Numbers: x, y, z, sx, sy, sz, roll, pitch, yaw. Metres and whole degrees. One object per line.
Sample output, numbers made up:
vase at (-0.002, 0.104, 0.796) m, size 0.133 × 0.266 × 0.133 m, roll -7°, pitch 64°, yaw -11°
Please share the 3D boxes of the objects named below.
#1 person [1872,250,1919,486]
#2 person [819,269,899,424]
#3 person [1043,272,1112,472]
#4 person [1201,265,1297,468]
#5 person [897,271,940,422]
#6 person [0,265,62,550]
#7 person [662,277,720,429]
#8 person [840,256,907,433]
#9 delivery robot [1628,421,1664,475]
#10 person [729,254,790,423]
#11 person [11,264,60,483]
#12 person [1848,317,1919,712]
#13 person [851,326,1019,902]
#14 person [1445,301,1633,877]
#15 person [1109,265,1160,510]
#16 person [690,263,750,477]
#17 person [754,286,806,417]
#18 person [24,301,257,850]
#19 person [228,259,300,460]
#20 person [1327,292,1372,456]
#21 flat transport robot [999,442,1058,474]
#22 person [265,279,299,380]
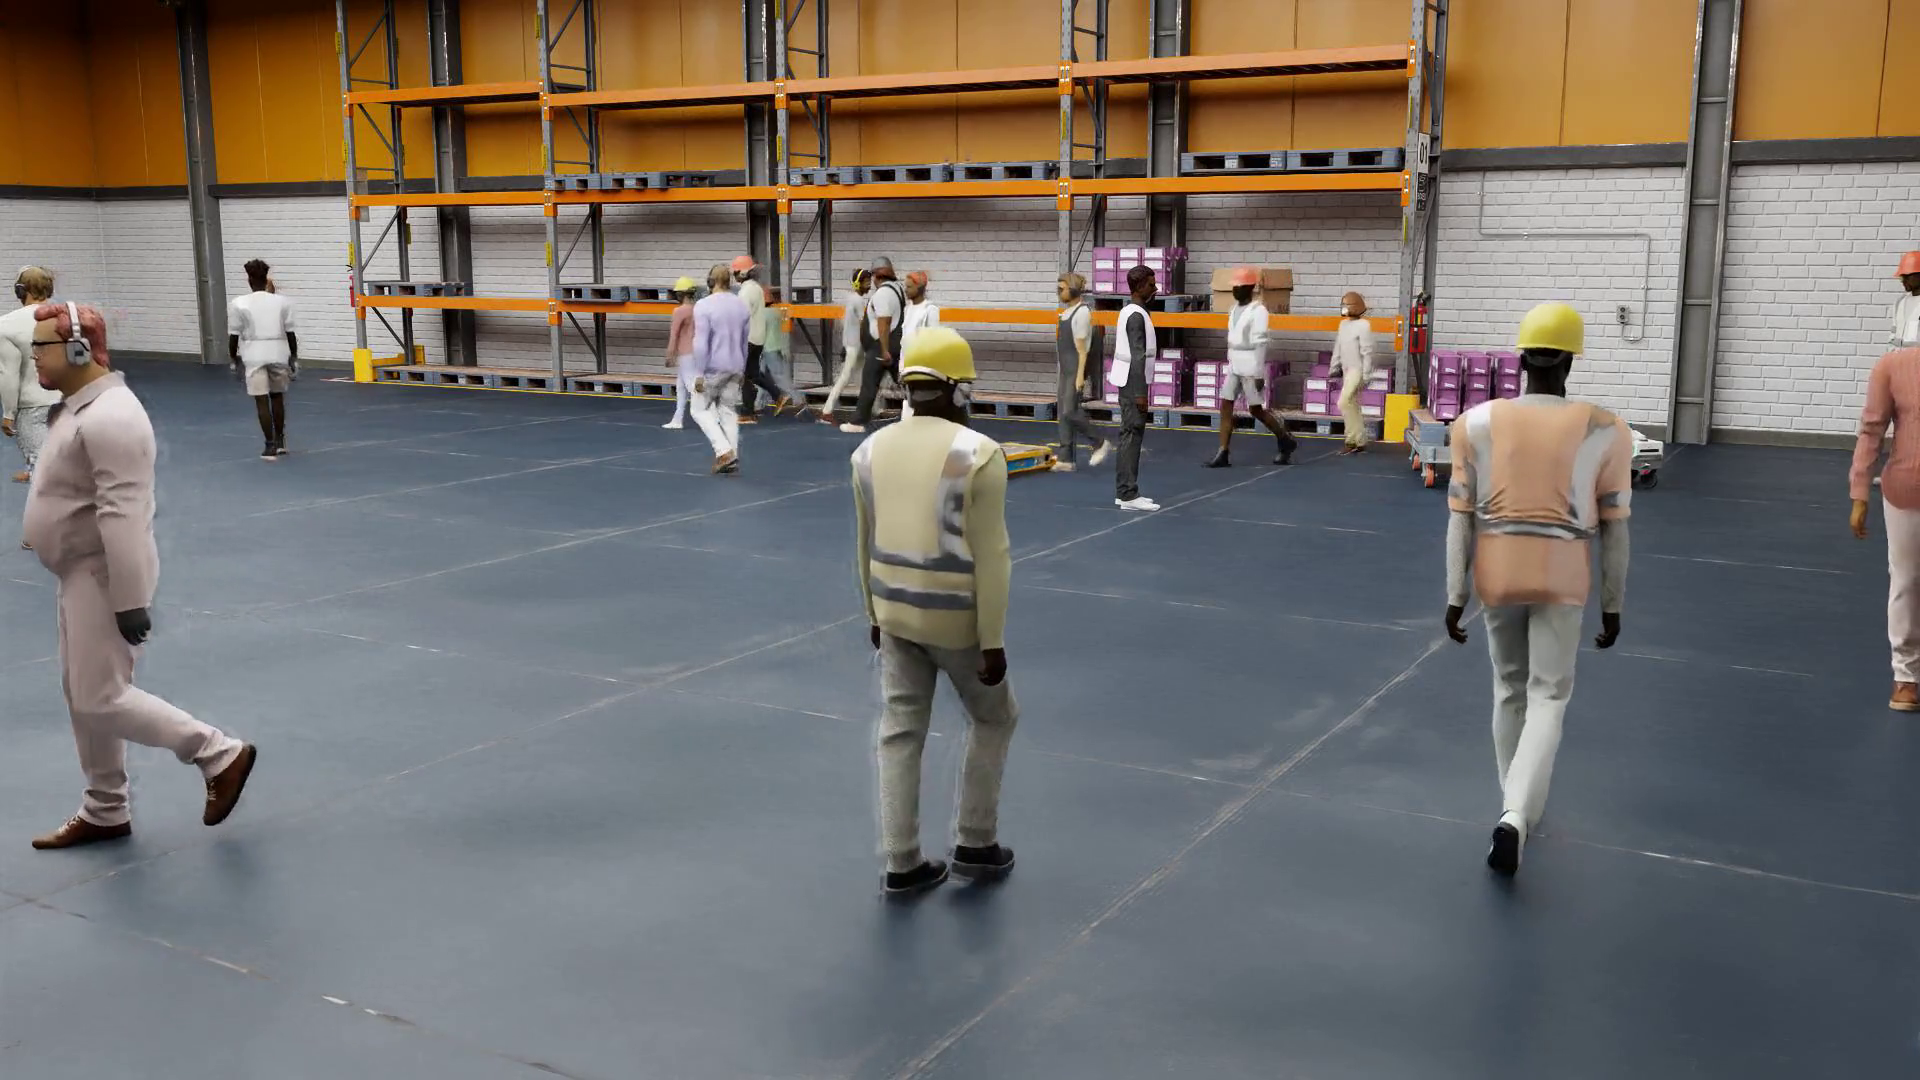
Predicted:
person at (8.105, -1.437, 14.173) m, size 0.405 × 2.030 × 0.615 m, roll -2°, pitch 10°, yaw -10°
person at (-1.222, -2.254, 19.446) m, size 0.977 × 1.808 × 0.505 m, roll -2°, pitch 10°, yaw -12°
person at (1.055, -1.525, 15.208) m, size 0.541 × 1.834 × 0.541 m, roll -3°, pitch 11°, yaw -18°
person at (2.736, -1.613, 15.553) m, size 0.896 × 1.910 × 0.543 m, roll -5°, pitch 11°, yaw -25°
person at (-0.327, -1.690, 16.150) m, size 0.961 × 1.845 × 0.588 m, roll -5°, pitch 11°, yaw -26°
person at (-6.227, -0.893, 11.349) m, size 0.354 × 1.938 × 0.636 m, roll 6°, pitch 12°, yaw 32°
person at (-2.994, -2.080, 18.632) m, size 0.848 × 1.732 × 0.523 m, roll 4°, pitch 11°, yaw 20°
person at (-0.772, -2.203, 18.471) m, size 1.010 × 2.000 × 0.686 m, roll 4°, pitch 11°, yaw 20°
delivery robot at (5.743, -0.783, 14.369) m, size 0.477 × 0.478 × 0.707 m, roll -2°, pitch 10°, yaw -12°
person at (-2.382, -2.335, 19.398) m, size 0.623 × 1.975 × 0.635 m, roll 2°, pitch 10°, yaw 11°
person at (-7.896, -1.444, 14.540) m, size 0.819 × 1.917 × 0.634 m, roll -3°, pitch 10°, yaw -15°
person at (4.182, -0.168, 7.144) m, size 0.663 × 1.960 × 0.858 m, roll 5°, pitch 11°, yaw 28°
person at (-0.047, 0.230, 5.326) m, size 0.617 × 1.809 × 0.629 m, roll 7°, pitch 12°, yaw 34°
person at (1.918, 0.149, 5.598) m, size 0.587 × 1.893 × 0.893 m, roll 5°, pitch 11°, yaw 27°
person at (1.379, -1.200, 13.135) m, size 0.391 × 1.920 × 0.587 m, roll 0°, pitch 10°, yaw -1°
person at (-2.161, -1.507, 14.869) m, size 0.446 × 1.916 × 0.649 m, roll 8°, pitch 13°, yaw 38°
person at (-2.247, -2.282, 20.201) m, size 0.857 × 1.593 × 0.506 m, roll 3°, pitch 10°, yaw 17°
person at (-2.878, 0.130, 5.702) m, size 0.613 × 1.886 × 0.651 m, roll -6°, pitch 12°, yaw -33°
person at (-6.859, -1.767, 16.311) m, size 0.621 × 1.934 × 0.813 m, roll -8°, pitch 13°, yaw -39°
person at (3.848, -1.643, 16.514) m, size 0.534 × 1.618 × 0.519 m, roll -2°, pitch 10°, yaw -11°
flat transport robot at (0.312, -0.722, 15.090) m, size 0.652 × 0.197 × 1.431 m, roll 8°, pitch 13°, yaw 38°
person at (-10.528, -3.206, 25.442) m, size 0.559 × 1.573 × 0.859 m, roll 5°, pitch 11°, yaw 27°
